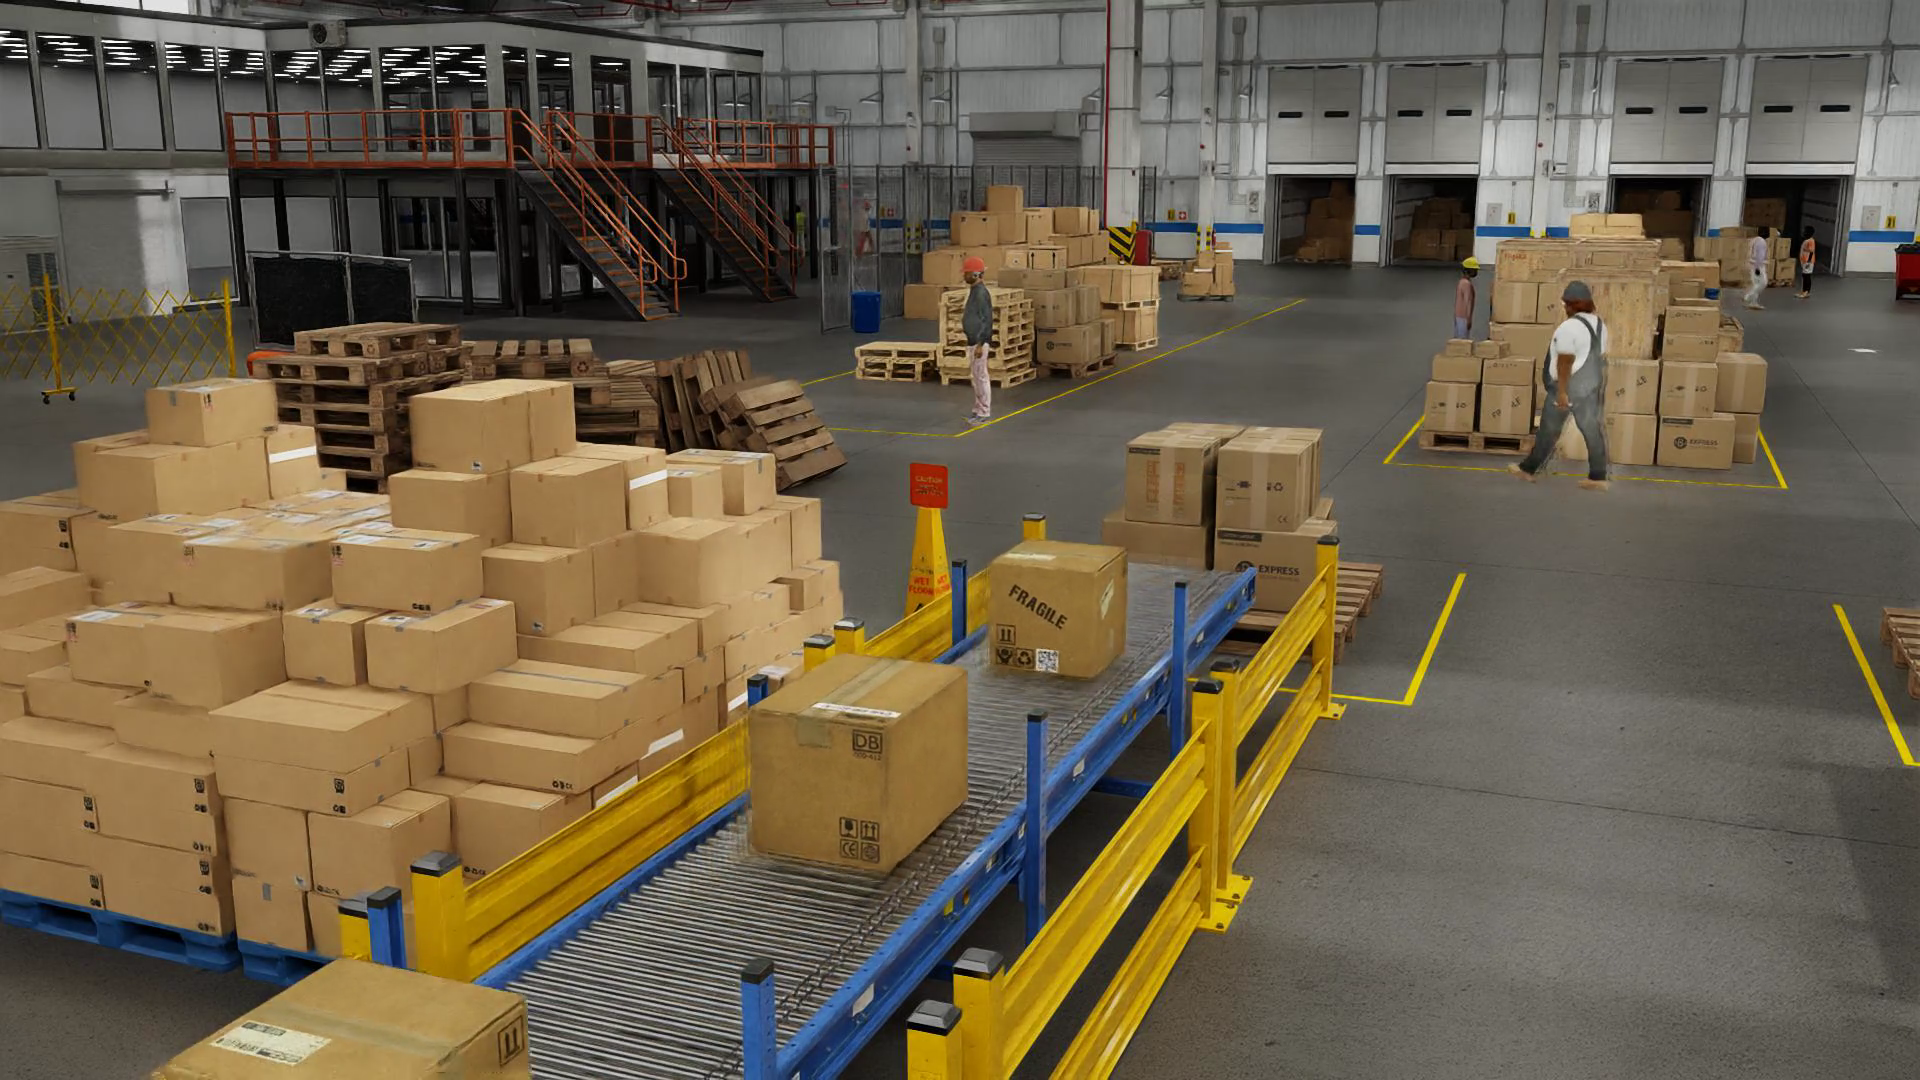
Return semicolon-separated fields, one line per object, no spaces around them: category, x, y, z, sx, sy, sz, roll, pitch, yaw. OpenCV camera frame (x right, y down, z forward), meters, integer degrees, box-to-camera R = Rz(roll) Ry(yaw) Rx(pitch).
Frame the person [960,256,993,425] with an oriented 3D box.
person;0.193;-2.373;19.833;0.395;1.994;0.612;-1;13;-6

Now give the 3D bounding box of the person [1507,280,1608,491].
person;5.814;-1.508;15.850;0.694;2.000;1.036;-8;15;-33

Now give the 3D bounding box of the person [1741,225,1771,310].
person;17.239;-5.868;35.887;0.436;1.825;0.650;5;13;21

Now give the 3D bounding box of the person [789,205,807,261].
person;-5.388;-10.178;55.187;0.635;1.842;0.429;-7;15;-30

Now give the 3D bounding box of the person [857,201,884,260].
person;-3.049;-10.418;56.010;0.954;1.953;0.614;6;14;25

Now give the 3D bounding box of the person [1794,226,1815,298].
person;20.028;-6.570;39.332;0.322;1.697;0.534;3;13;13

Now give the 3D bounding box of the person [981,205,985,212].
person;0.712;-9.276;50.947;0.543;1.929;0.372;-2;13;-9

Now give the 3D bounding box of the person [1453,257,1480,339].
person;7.313;-3.201;24.068;0.327;1.765;0.529;0;13;0

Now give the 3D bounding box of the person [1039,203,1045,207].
person;2.650;-9.918;53.779;0.605;1.948;0.403;1;13;3
